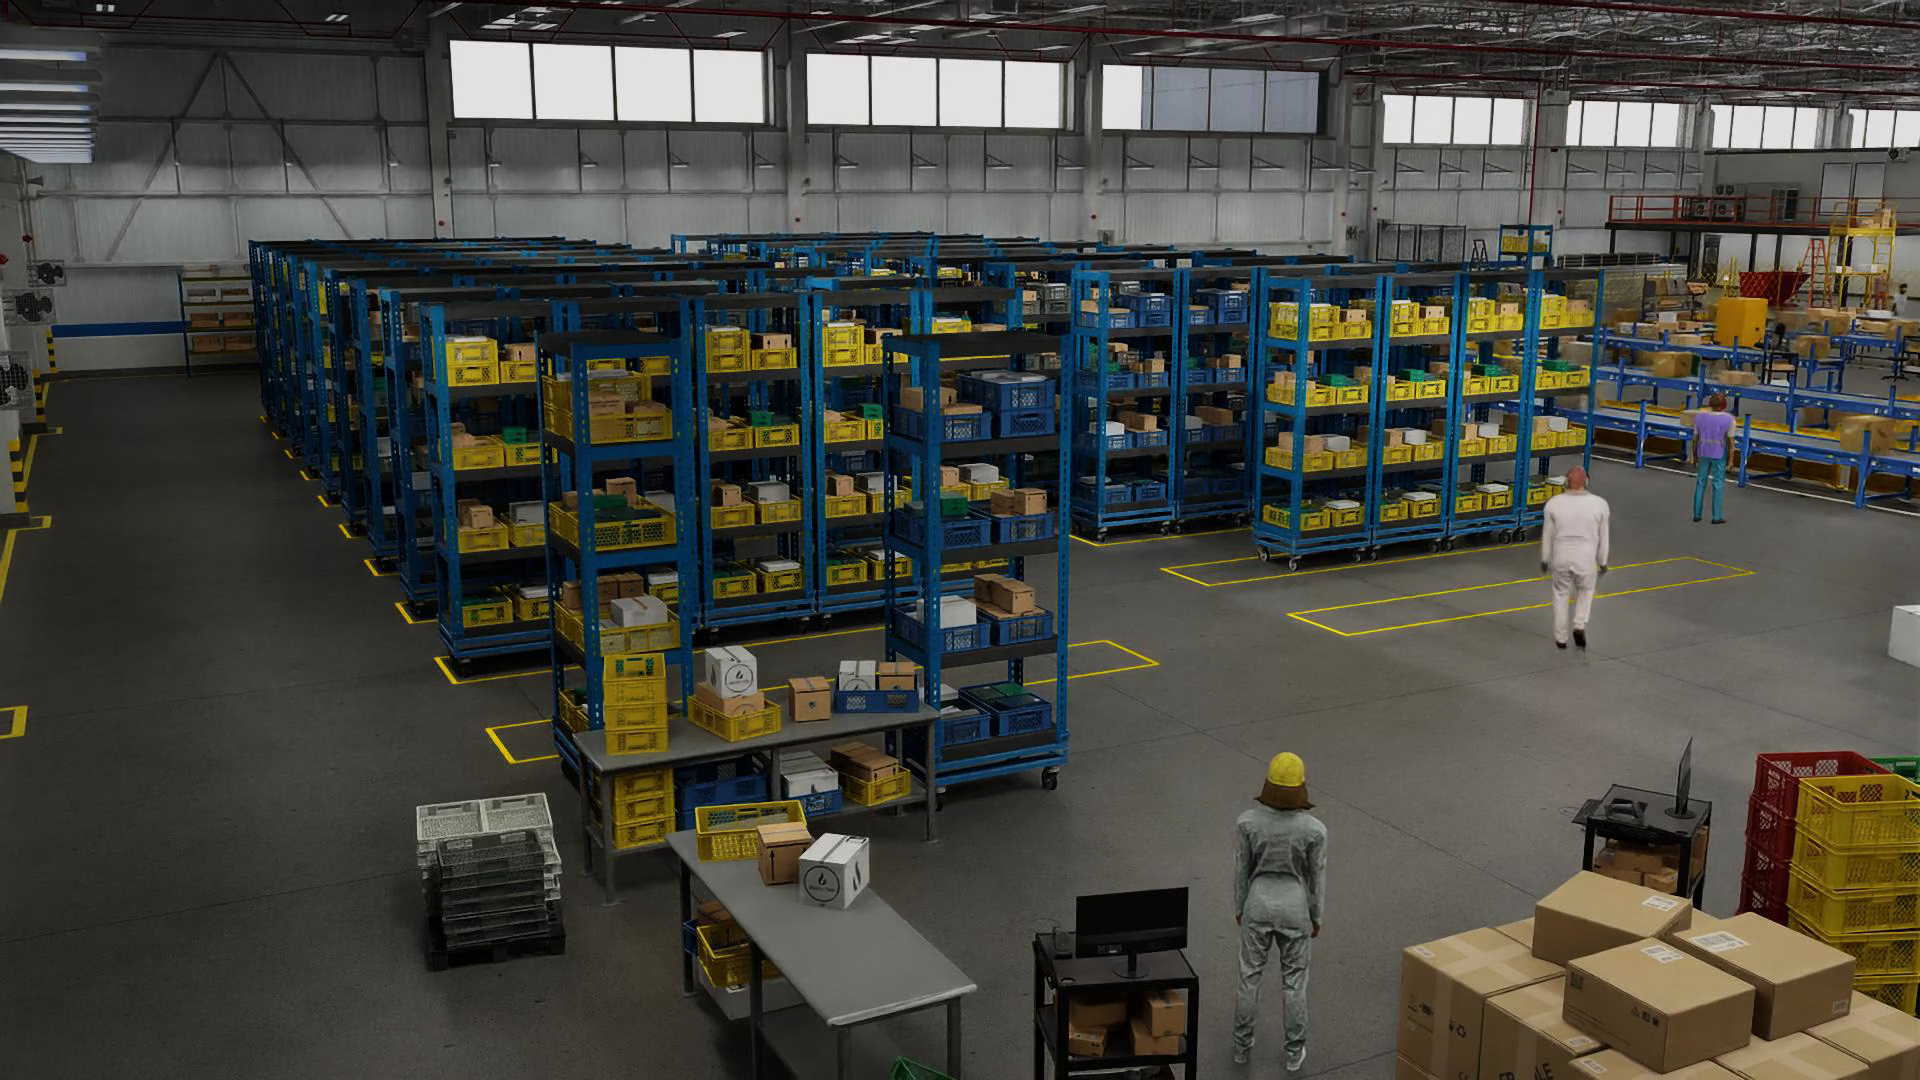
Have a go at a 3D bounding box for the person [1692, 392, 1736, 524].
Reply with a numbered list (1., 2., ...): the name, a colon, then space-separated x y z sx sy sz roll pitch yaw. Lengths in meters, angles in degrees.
1. person: 10.532 -1.142 23.286 0.565 1.846 0.390 10 16 40

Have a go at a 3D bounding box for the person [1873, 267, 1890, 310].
1. person: 33.125 -8.909 59.803 0.526 1.768 0.330 7 14 30

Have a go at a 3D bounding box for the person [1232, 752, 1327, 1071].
1. person: 1.710 1.983 8.944 0.485 1.735 0.347 3 13 15

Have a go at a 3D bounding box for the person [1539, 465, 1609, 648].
1. person: 6.269 0.178 17.000 0.680 1.889 0.426 5 13 21

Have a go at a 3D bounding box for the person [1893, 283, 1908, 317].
1. person: 27.815 -6.702 49.341 0.512 1.839 0.944 -2 12 -10
